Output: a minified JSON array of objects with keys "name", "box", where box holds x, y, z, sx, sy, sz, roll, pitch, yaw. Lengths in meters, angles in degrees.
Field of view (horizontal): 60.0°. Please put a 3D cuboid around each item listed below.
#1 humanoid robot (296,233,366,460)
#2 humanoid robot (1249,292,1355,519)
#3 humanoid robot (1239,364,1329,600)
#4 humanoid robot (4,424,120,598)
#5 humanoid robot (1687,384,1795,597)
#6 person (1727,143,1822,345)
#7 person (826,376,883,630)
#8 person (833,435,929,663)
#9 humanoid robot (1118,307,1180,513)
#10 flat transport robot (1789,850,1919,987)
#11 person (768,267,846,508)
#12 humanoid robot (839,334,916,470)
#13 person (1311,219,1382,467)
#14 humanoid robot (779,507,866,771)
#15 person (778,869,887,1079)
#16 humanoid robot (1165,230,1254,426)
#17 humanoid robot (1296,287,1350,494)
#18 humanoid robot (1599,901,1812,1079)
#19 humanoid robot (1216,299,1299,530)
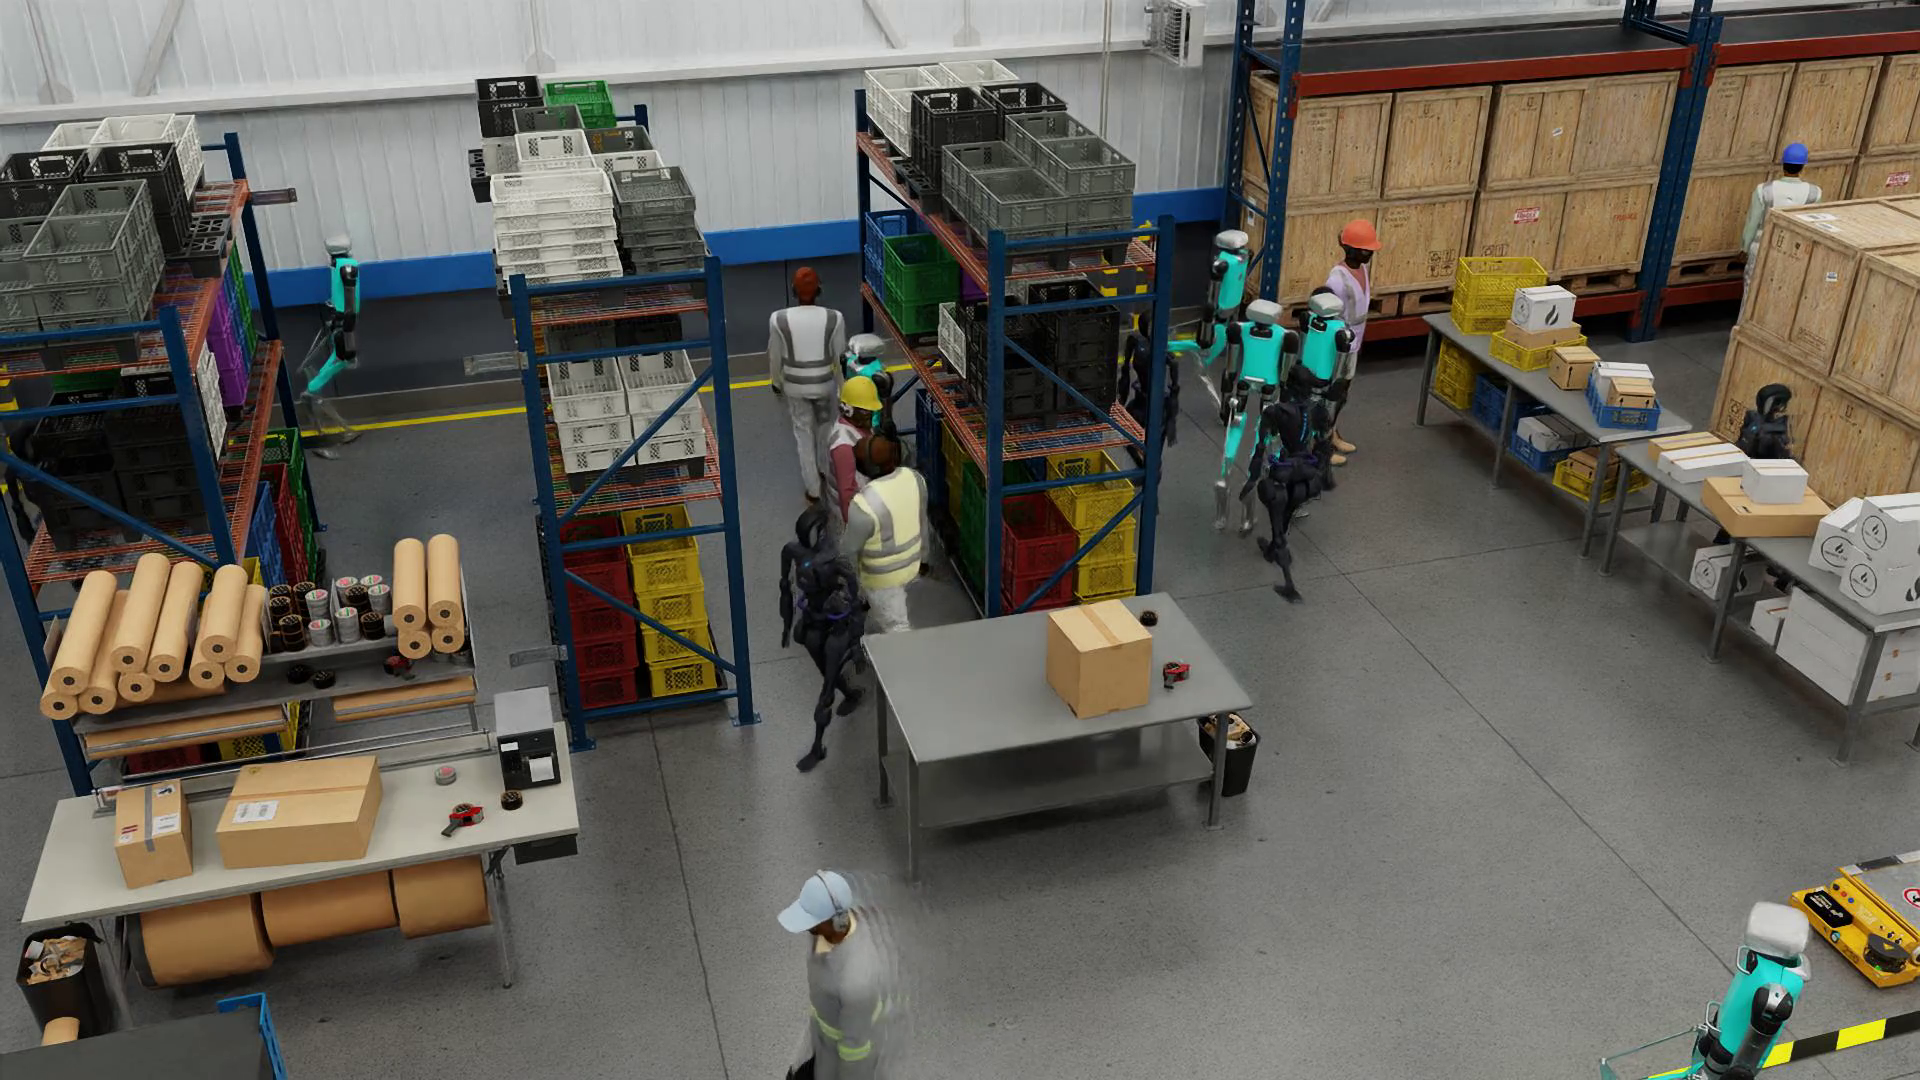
[{"name":"humanoid robot","box":[-5.184,-1.548,13.444,0.880,1.768,0.597,-13,31,-23]},{"name":"humanoid robot","box":[2.446,-0.958,12.284,0.748,1.699,0.530,-14,32,-23]},{"name":"humanoid robot","box":[2.254,-0.438,11.554,0.610,1.625,0.807,-9,30,-16]},{"name":"humanoid robot","box":[-5.746,0.015,10.684,0.615,1.633,0.574,2,29,4]},{"name":"humanoid robot","box":[5.463,-0.328,11.310,0.644,1.629,0.586,-5,29,-9]},{"name":"person","box":[7.476,-2.671,15.281,0.607,1.943,0.399,6,29,11]},{"name":"person","box":[-0.668,-0.238,10.977,0.404,1.824,0.589,2,29,4]},{"name":"person","box":[-0.521,0.162,10.297,0.910,1.791,0.633,17,33,28]},{"name":"humanoid robot","box":[1.469,-1.010,12.543,0.446,1.647,0.616,-22,35,-34]},{"name":"flat transport robot","box":[5.163,1.916,8.676,1.431,0.231,0.659,-8,30,-14]},{"name":"person","box":[-1.168,-1.207,12.717,0.572,1.854,0.809,-6,29,-11]},{"name":"humanoid robot","box":[-0.456,-0.667,11.838,0.744,1.785,0.563,-20,35,-32]},{"name":"person","box":[3.056,-1.557,13.171,0.389,2.038,0.604,17,33,28]},{"name":"humanoid robot","box":[-0.788,0.505,9.845,0.609,1.628,0.815,15,32,26]},{"name":"person","box":[-0.516,2.053,6.797,0.422,1.832,0.602,-8,30,-14]},{"name":"humanoid robot","box":[1.967,-1.790,13.942,1.005,1.771,0.530,21,35,34]},{"name":"humanoid robot","box":[2.782,-1.161,12.814,0.599,1.637,0.344,-17,33,-28]},{"name":"humanoid robot","box":[2.859,2.099,6.677,0.735,1.677,0.533,13,31,22]},{"name":"humanoid robot","box":[2.085,-0.820,12.102,0.535,1.777,0.689,13,31,22]}]
